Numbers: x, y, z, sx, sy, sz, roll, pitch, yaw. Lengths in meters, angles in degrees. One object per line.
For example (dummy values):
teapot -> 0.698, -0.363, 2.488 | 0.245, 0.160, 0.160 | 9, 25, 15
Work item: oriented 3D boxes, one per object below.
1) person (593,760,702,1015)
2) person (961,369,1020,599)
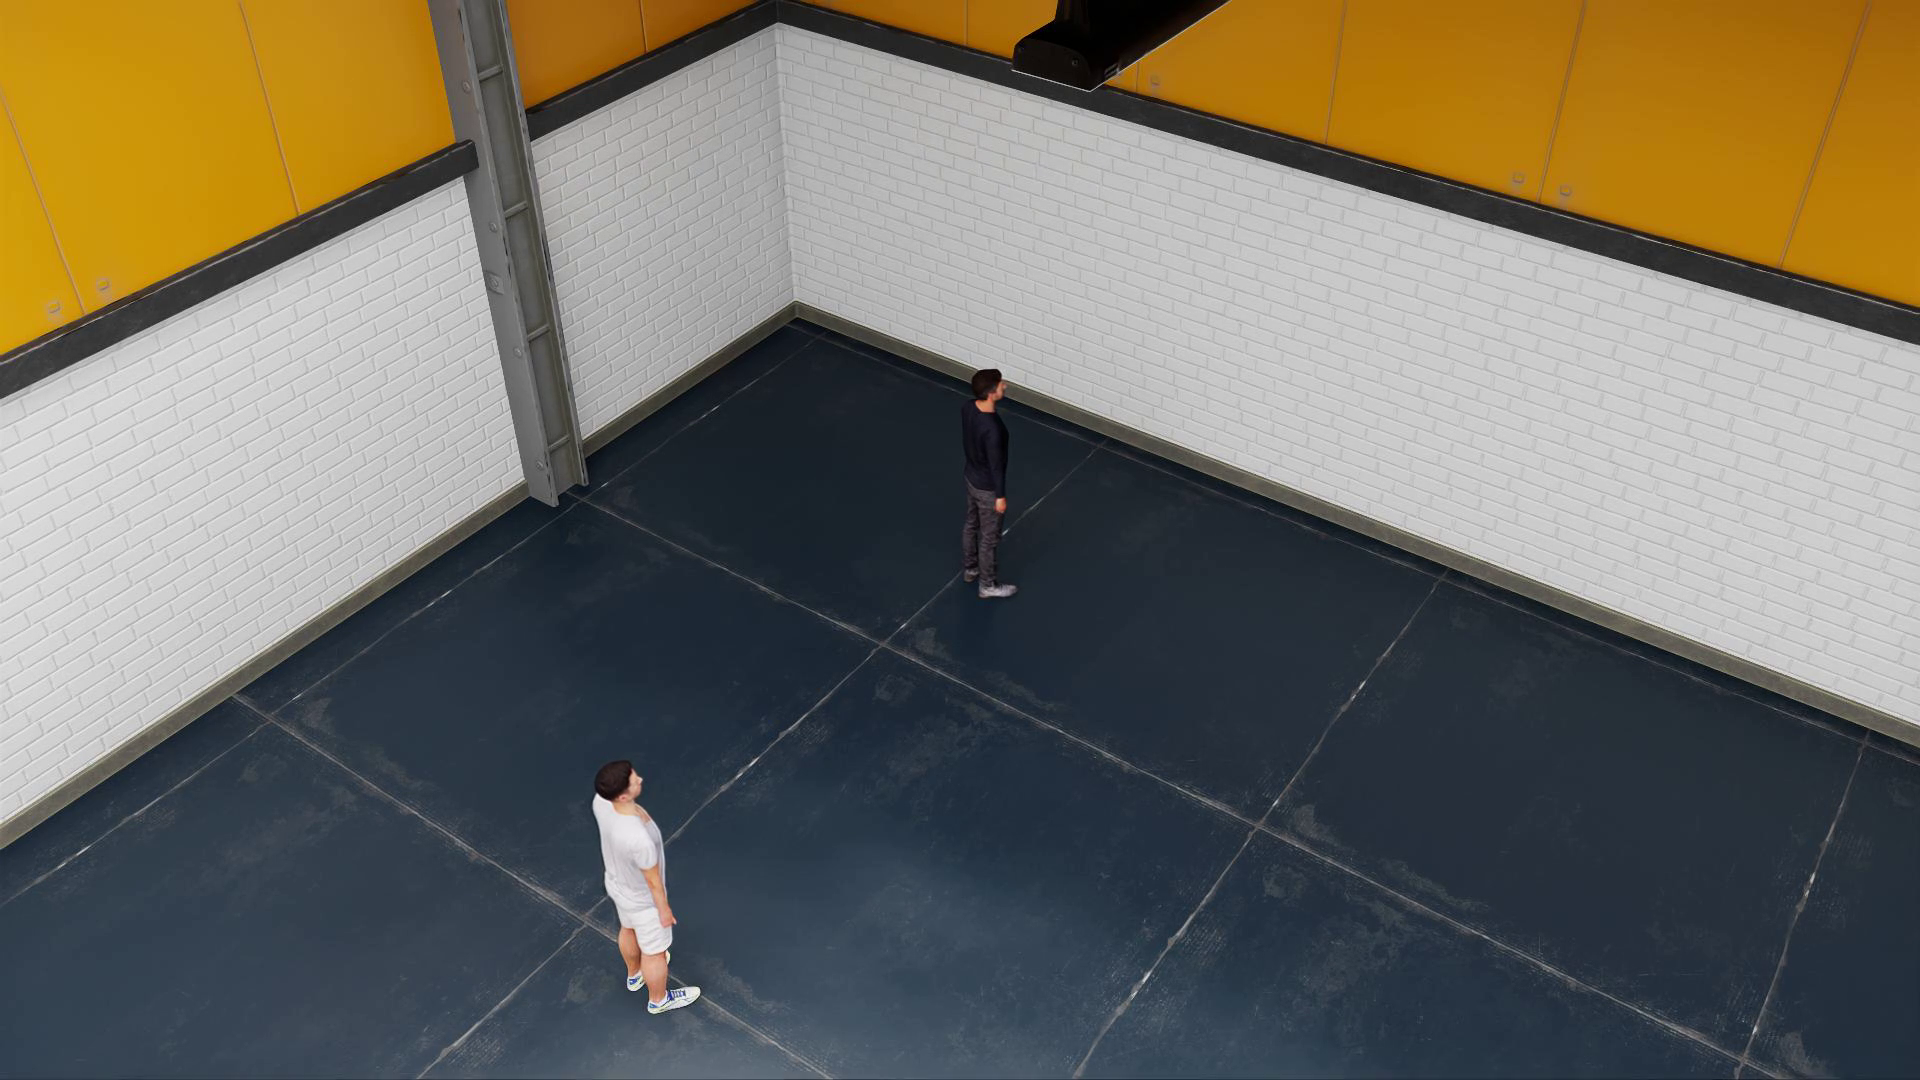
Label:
person -> -1.762, 1.874, 9.046 | 0.664, 1.854, 0.743 | -27, 46, -29
person -> 0.171, -0.409, 11.893 | 0.731, 1.870, 0.722 | -16, 41, -19
